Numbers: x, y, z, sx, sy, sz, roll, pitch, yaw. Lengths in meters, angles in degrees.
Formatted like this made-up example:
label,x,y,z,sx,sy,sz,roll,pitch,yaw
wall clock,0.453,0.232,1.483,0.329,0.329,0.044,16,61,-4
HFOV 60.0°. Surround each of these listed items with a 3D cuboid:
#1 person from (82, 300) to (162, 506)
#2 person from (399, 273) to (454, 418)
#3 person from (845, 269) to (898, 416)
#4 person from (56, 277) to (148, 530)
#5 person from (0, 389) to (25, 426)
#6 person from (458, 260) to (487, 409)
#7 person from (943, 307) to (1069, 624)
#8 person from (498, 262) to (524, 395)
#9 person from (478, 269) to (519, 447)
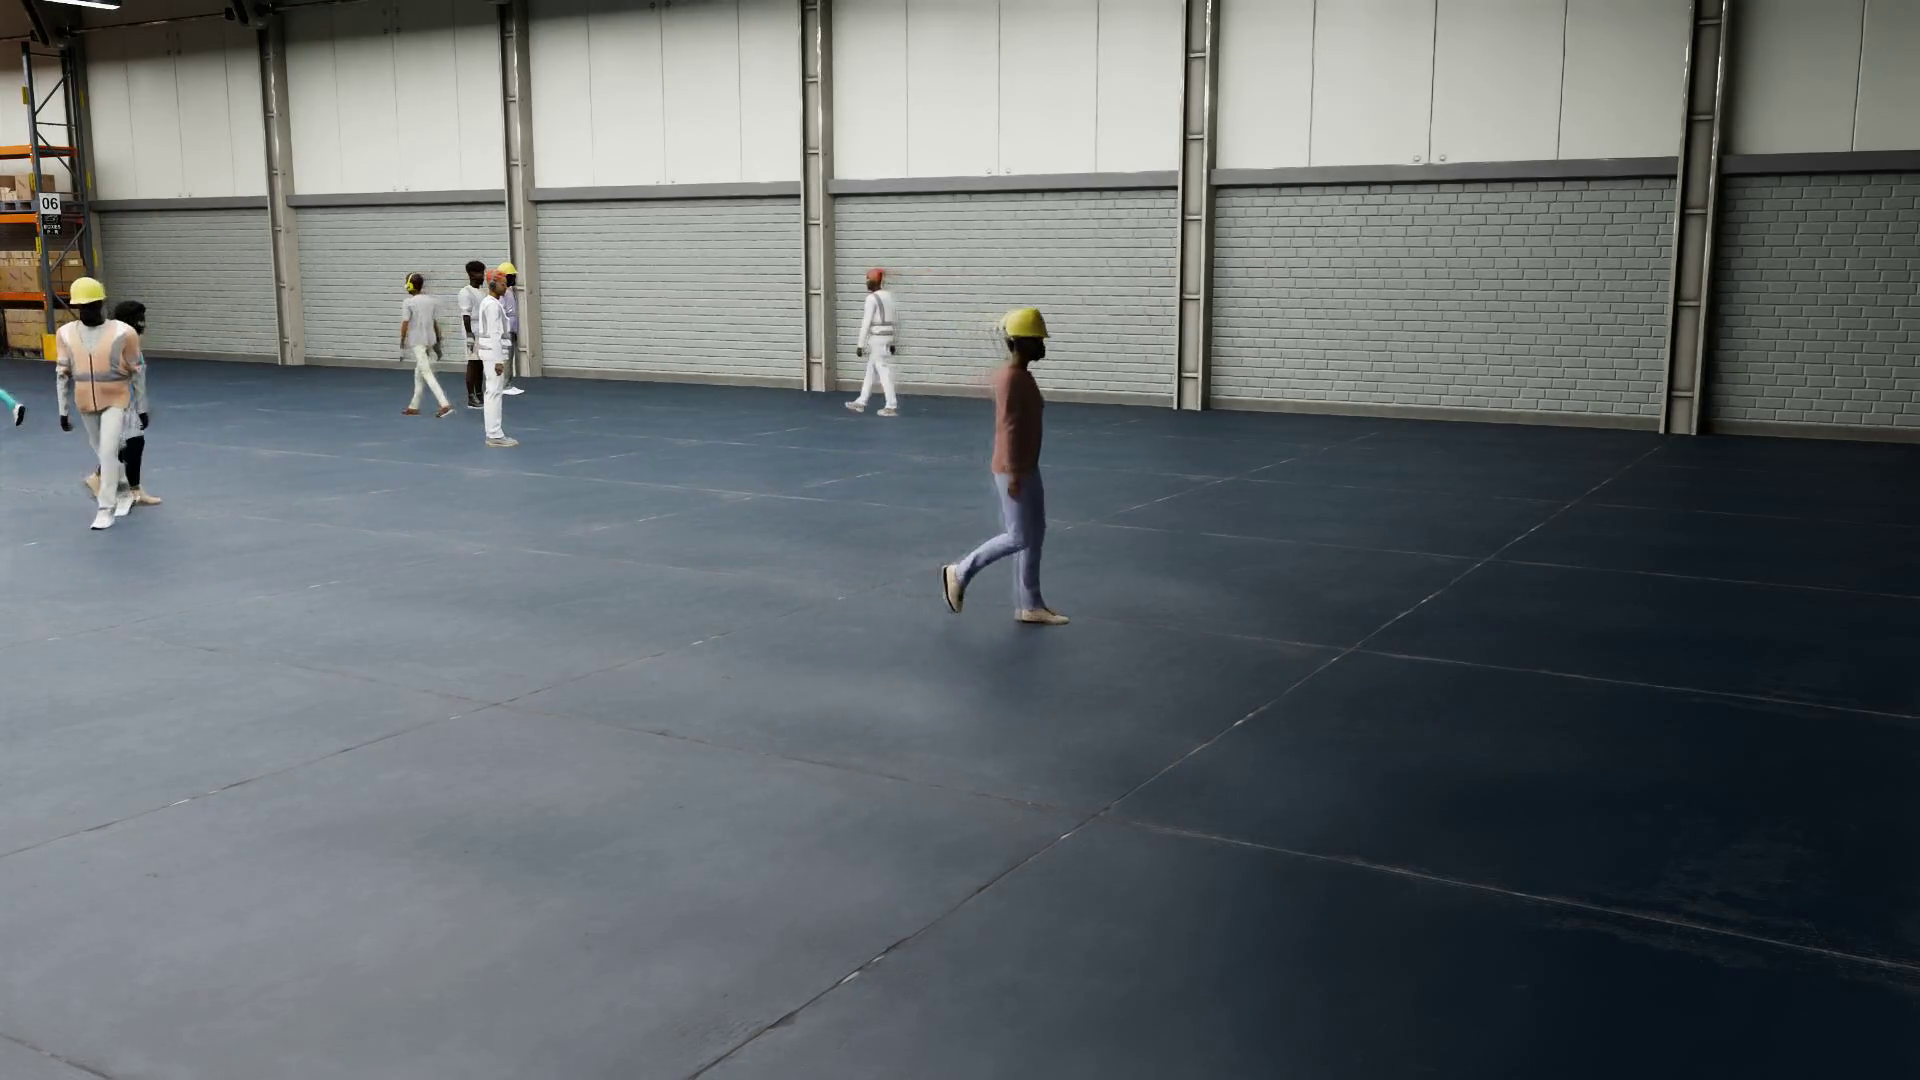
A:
label,x,y,z,sx,sy,sz,roll,pitch,yaw
person,-6.741,-1.088,13.362,0.447,1.670,0.555,-2,10,-14
person,-6.745,-2.444,20.909,0.971,1.826,0.535,5,11,28
person,-1.160,-2.504,21.144,0.895,1.848,0.611,4,10,22
person,-6.511,-1.056,12.642,0.592,1.875,0.989,-1,10,-4
person,-11.221,-2.111,19.129,0.619,1.751,0.531,0,10,1
person,-6.428,-2.731,22.144,0.367,1.967,0.606,1,10,7
person,0.265,-0.392,9.067,0.608,1.748,0.537,3,10,18
person,-6.618,-3.095,24.383,0.359,1.929,0.593,-1,10,-4
person,-4.944,-1.935,17.721,0.359,1.885,0.575,-4,10,-20
